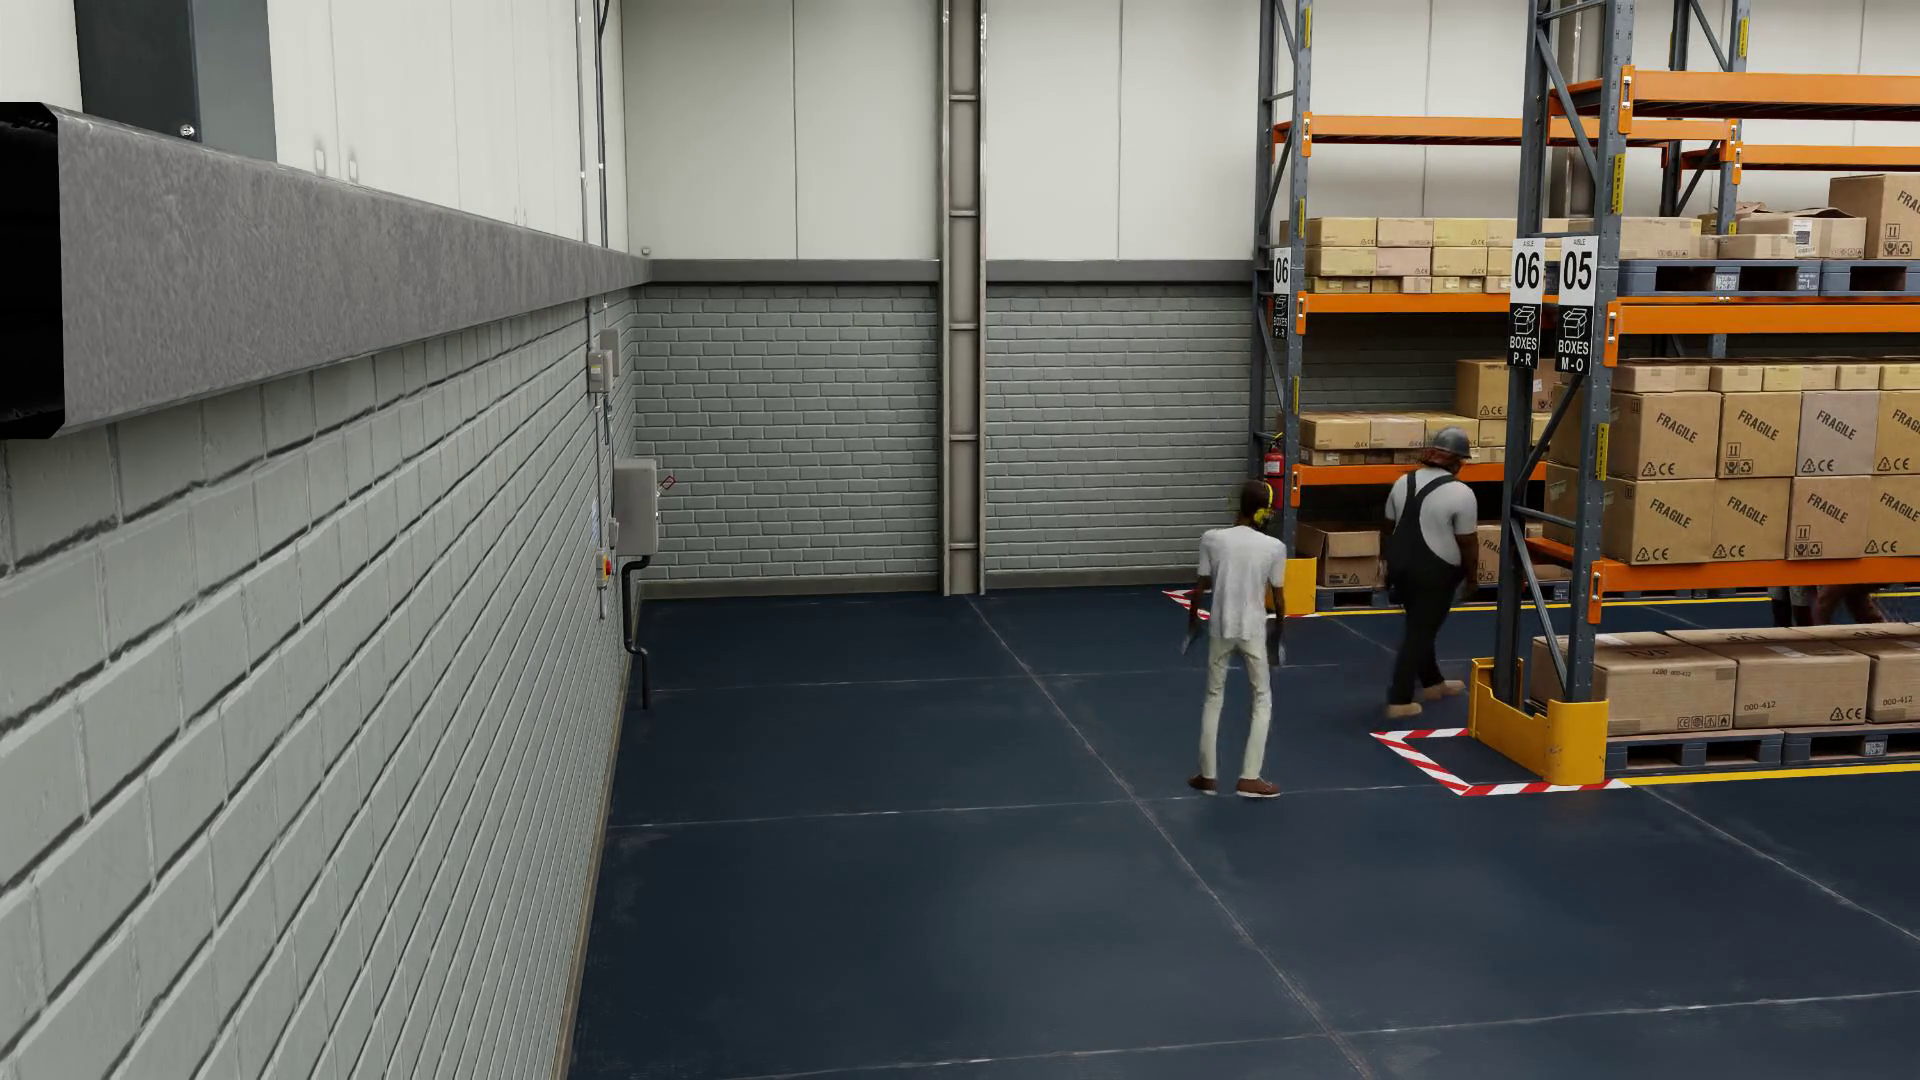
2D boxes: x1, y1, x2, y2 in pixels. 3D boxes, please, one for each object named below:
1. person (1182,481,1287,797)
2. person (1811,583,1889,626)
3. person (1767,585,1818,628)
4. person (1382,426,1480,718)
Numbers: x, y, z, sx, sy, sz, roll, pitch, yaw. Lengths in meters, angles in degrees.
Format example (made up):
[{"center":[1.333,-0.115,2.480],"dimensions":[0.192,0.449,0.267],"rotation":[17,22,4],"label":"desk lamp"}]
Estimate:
[{"center":[1.579,0.577,9.600],"dimensions":[0.599,1.846,0.360],"rotation":[3,10,16],"label":"person"},{"center":[6.590,0.135,12.226],"dimensions":[0.961,1.866,0.633],"rotation":[3,10,20],"label":"person"},{"center":[5.900,0.115,11.812],"dimensions":[0.392,2.033,0.605],"rotation":[-1,9,-9],"label":"person"},{"center":[3.266,0.188,11.334],"dimensions":[0.858,2.000,0.716],"rotation":[-4,10,-26],"label":"person"}]
